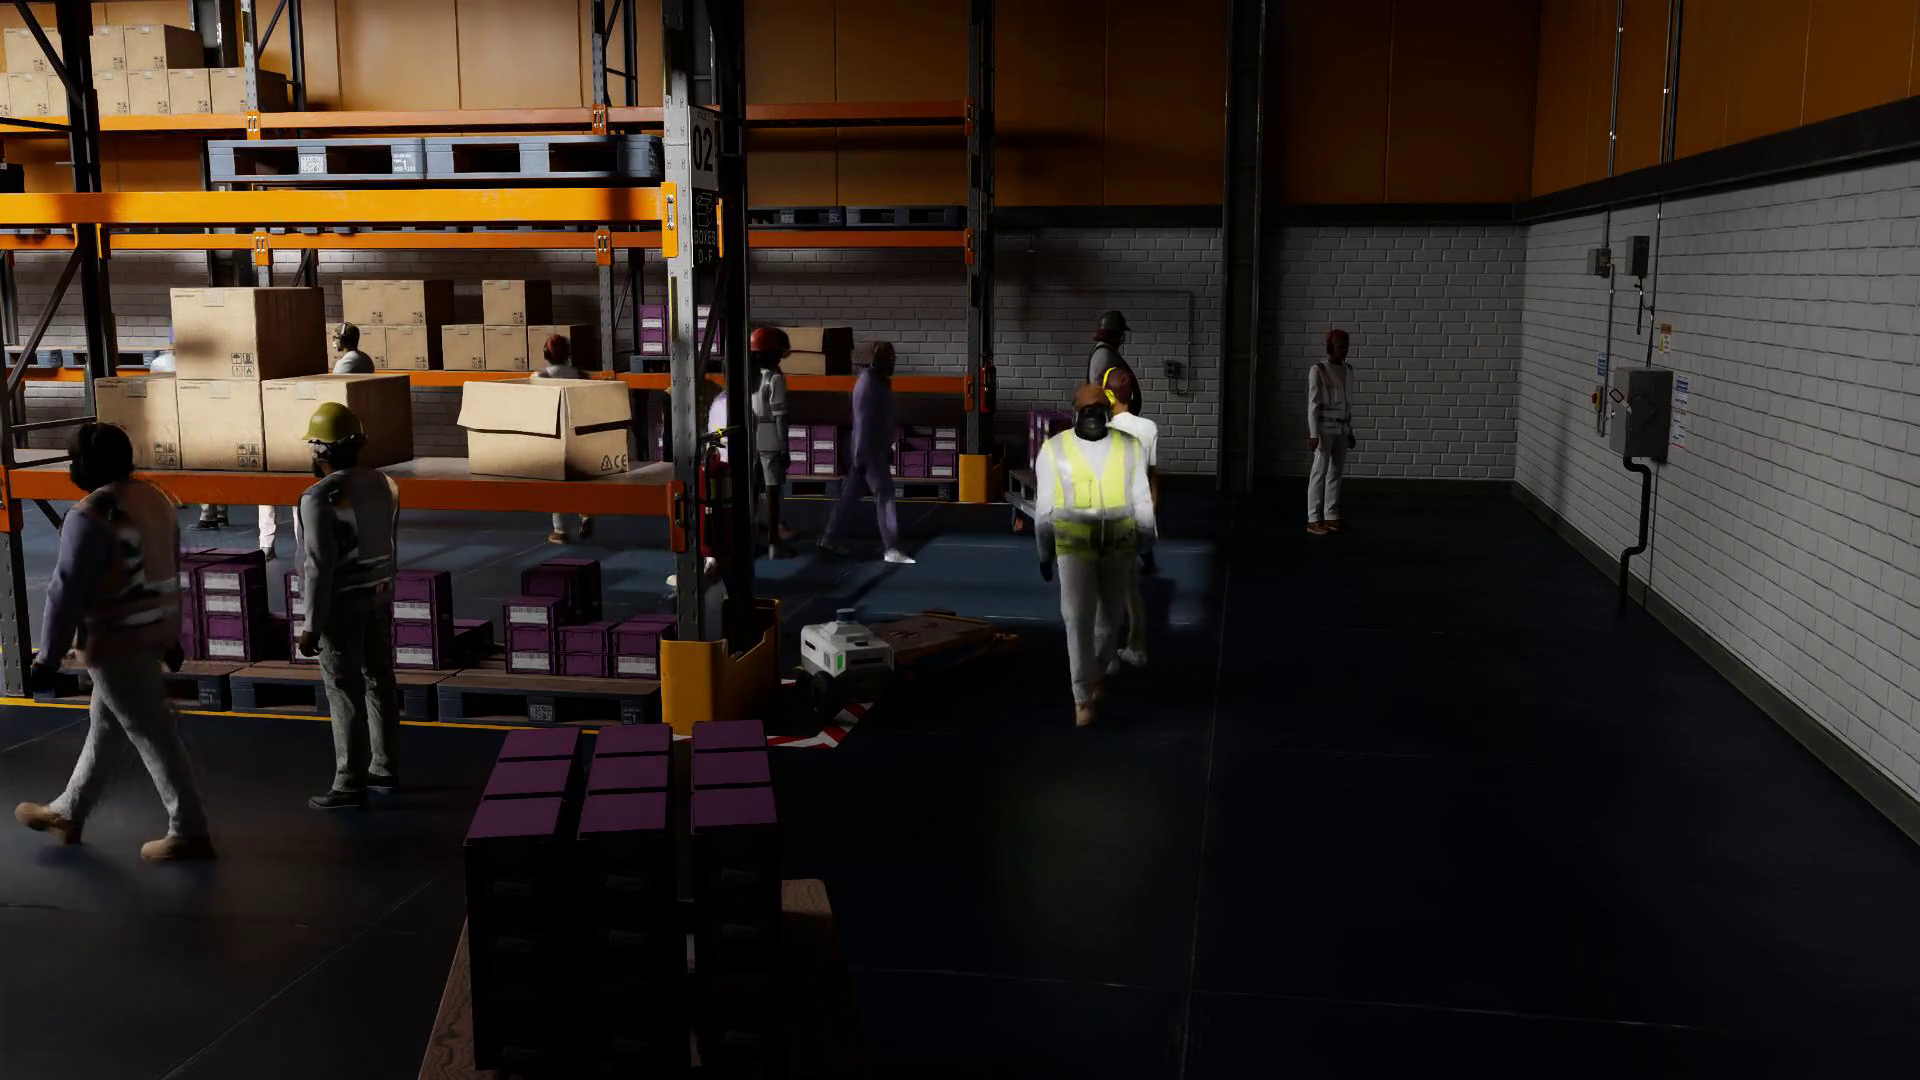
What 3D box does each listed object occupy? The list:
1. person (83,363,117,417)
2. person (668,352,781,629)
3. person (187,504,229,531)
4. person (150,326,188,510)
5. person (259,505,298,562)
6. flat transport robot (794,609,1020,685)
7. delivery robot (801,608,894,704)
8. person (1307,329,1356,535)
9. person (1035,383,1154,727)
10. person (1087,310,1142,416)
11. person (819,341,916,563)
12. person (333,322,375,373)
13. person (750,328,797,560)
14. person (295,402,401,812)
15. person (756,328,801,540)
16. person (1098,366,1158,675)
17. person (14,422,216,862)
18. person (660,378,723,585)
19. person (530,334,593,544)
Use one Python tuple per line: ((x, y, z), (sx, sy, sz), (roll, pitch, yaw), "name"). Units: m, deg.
((-8.421, -1.142, 16.395), (0.348, 1.838, 0.506), (-9, 13, -44), "person")
((-1.564, -0.295, 10.956), (0.639, 1.898, 0.706), (-2, 9, -14), "person")
((-7.087, -0.999, 15.533), (0.404, 1.827, 0.600), (0, 9, -1), "person")
((-7.984, -1.280, 17.127), (0.655, 1.892, 1.012), (-3, 10, -19), "person")
((-5.662, -0.806, 13.859), (0.611, 1.985, 0.393), (-2, 9, -13), "person")
((-0.296, 0.651, 10.122), (0.652, 0.197, 1.431), (6, 11, 35), "flat transport robot")
((-0.627, 0.620, 9.146), (0.477, 0.478, 0.707), (-4, 10, -22), "delivery robot")
((3.431, -0.995, 15.343), (0.584, 1.882, 0.339), (-7, 11, -37), "person")
((0.731, 0.051, 9.083), (0.634, 1.815, 0.822), (-1, 9, -7), "person")
((1.513, -1.231, 16.323), (0.538, 2.000, 0.689), (0, 9, -1), "person")
((-0.802, -0.733, 13.869), (0.851, 1.861, 0.713), (0, 9, 0), "person")
((-5.709, -1.080, 15.697), (0.372, 1.941, 0.627), (0, 9, 1), "person")
((-1.636, -0.800, 13.953), (0.545, 1.943, 0.347), (6, 11, 35), "person")
((-2.756, 0.300, 7.467), (0.403, 1.834, 0.588), (3, 10, 16), "person")
((-1.737, -0.962, 15.119), (0.580, 1.911, 0.669), (0, 9, -3), "person")
((0.920, -0.113, 9.970), (0.520, 1.854, 0.457), (-6, 11, -35), "person")
((-3.521, 0.426, 6.763), (0.948, 1.794, 0.643), (0, 9, 0), "person")
((-2.070, -0.565, 12.806), (0.429, 1.841, 0.634), (7, 11, 36), "person")
((-3.511, -0.883, 14.688), (0.572, 1.869, 0.462), (-7, 12, -39), "person")
